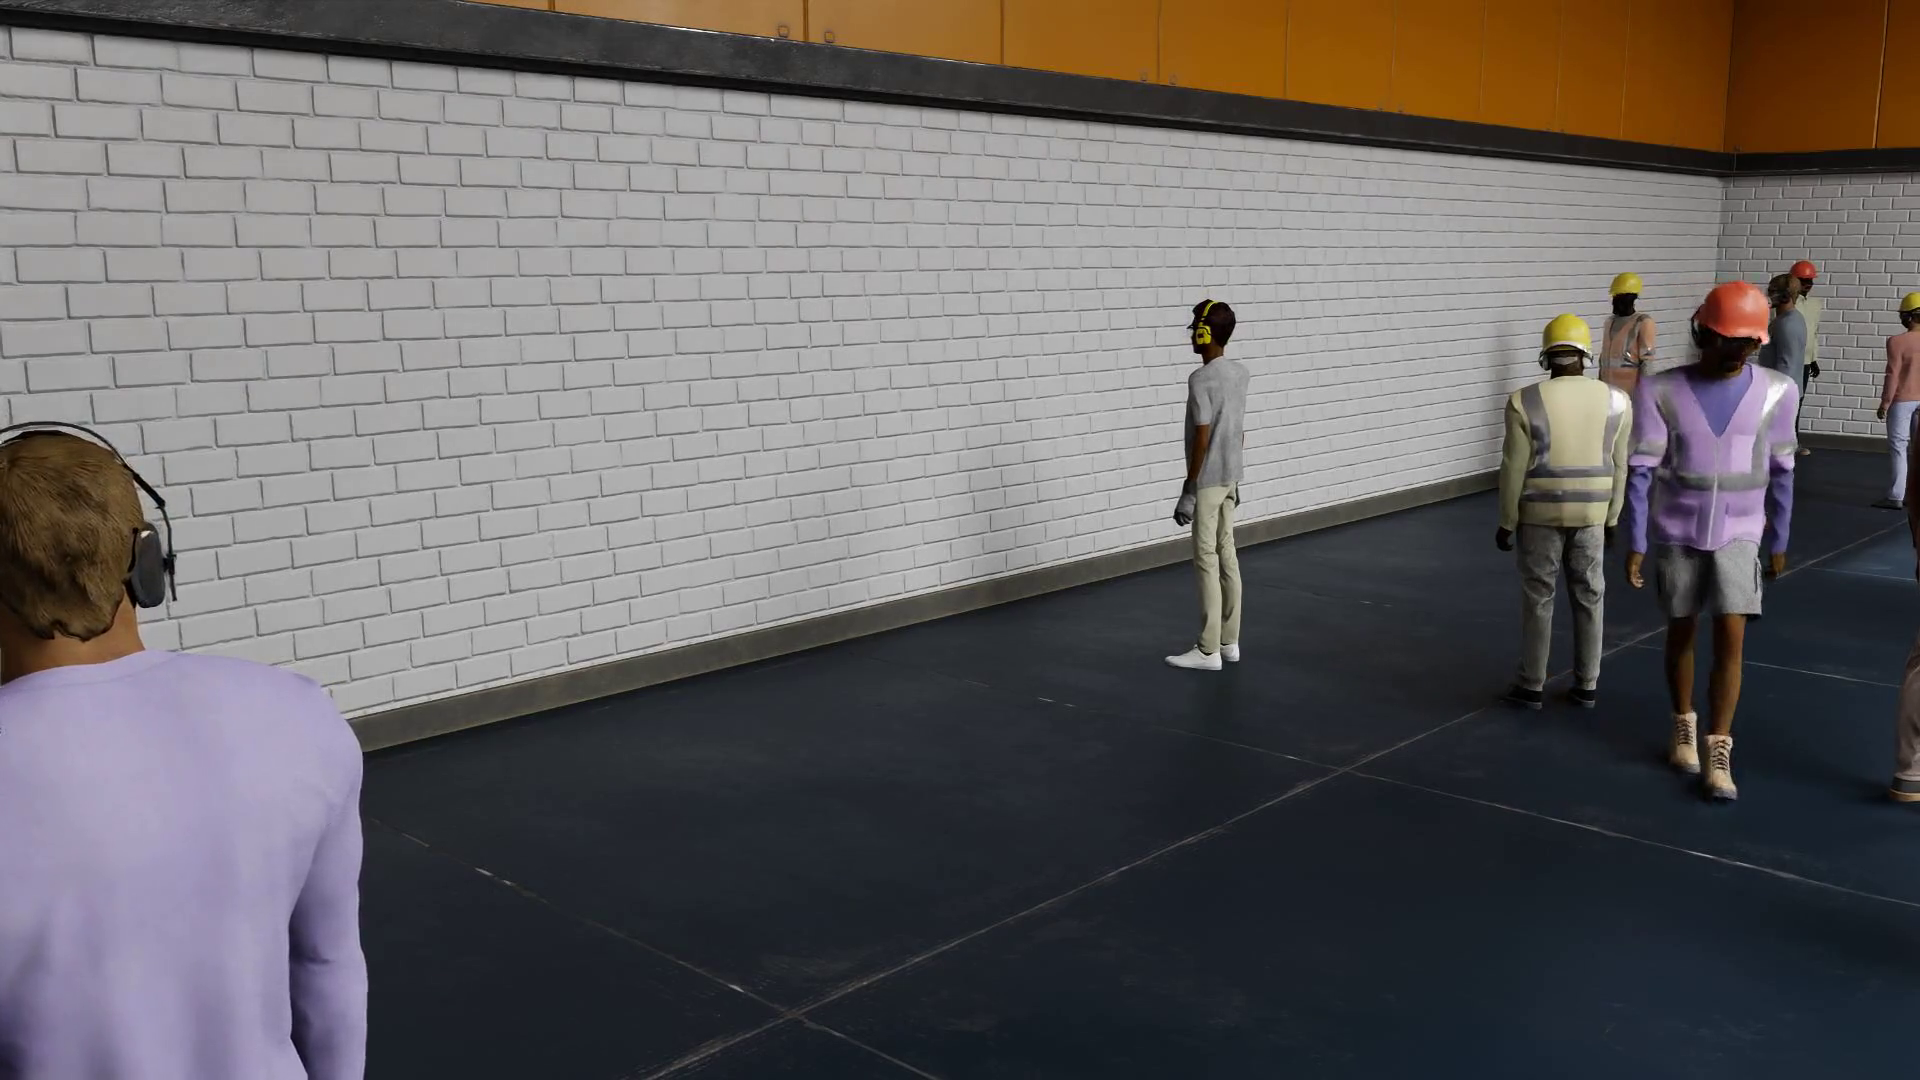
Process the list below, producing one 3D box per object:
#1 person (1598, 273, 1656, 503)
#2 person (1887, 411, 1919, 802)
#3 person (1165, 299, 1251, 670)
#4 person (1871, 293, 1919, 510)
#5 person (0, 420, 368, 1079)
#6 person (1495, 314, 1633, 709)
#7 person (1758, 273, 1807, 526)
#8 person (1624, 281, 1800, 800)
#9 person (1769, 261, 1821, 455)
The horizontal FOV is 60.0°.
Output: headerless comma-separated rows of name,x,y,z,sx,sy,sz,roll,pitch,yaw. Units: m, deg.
person,5.513,-1.253,13.907,0.452,1.923,0.618,-3,10,-17
person,3.783,0.059,6.174,0.394,1.992,0.622,-1,10,-5
person,1.259,-0.274,8.428,0.329,1.873,0.514,8,12,37
person,7.725,-1.126,13.575,0.529,1.767,0.329,-3,10,-14
person,-0.973,0.827,1.967,0.359,1.936,0.632,7,12,33
person,2.765,-0.122,7.682,0.592,1.828,0.404,0,10,-1
person,6.266,-1.071,12.768,0.372,1.940,0.631,5,11,24
person,2.917,0.002,6.491,0.628,1.993,0.882,3,11,19
person,8.560,-1.856,17.073,0.611,1.996,0.378,-3,10,-17
